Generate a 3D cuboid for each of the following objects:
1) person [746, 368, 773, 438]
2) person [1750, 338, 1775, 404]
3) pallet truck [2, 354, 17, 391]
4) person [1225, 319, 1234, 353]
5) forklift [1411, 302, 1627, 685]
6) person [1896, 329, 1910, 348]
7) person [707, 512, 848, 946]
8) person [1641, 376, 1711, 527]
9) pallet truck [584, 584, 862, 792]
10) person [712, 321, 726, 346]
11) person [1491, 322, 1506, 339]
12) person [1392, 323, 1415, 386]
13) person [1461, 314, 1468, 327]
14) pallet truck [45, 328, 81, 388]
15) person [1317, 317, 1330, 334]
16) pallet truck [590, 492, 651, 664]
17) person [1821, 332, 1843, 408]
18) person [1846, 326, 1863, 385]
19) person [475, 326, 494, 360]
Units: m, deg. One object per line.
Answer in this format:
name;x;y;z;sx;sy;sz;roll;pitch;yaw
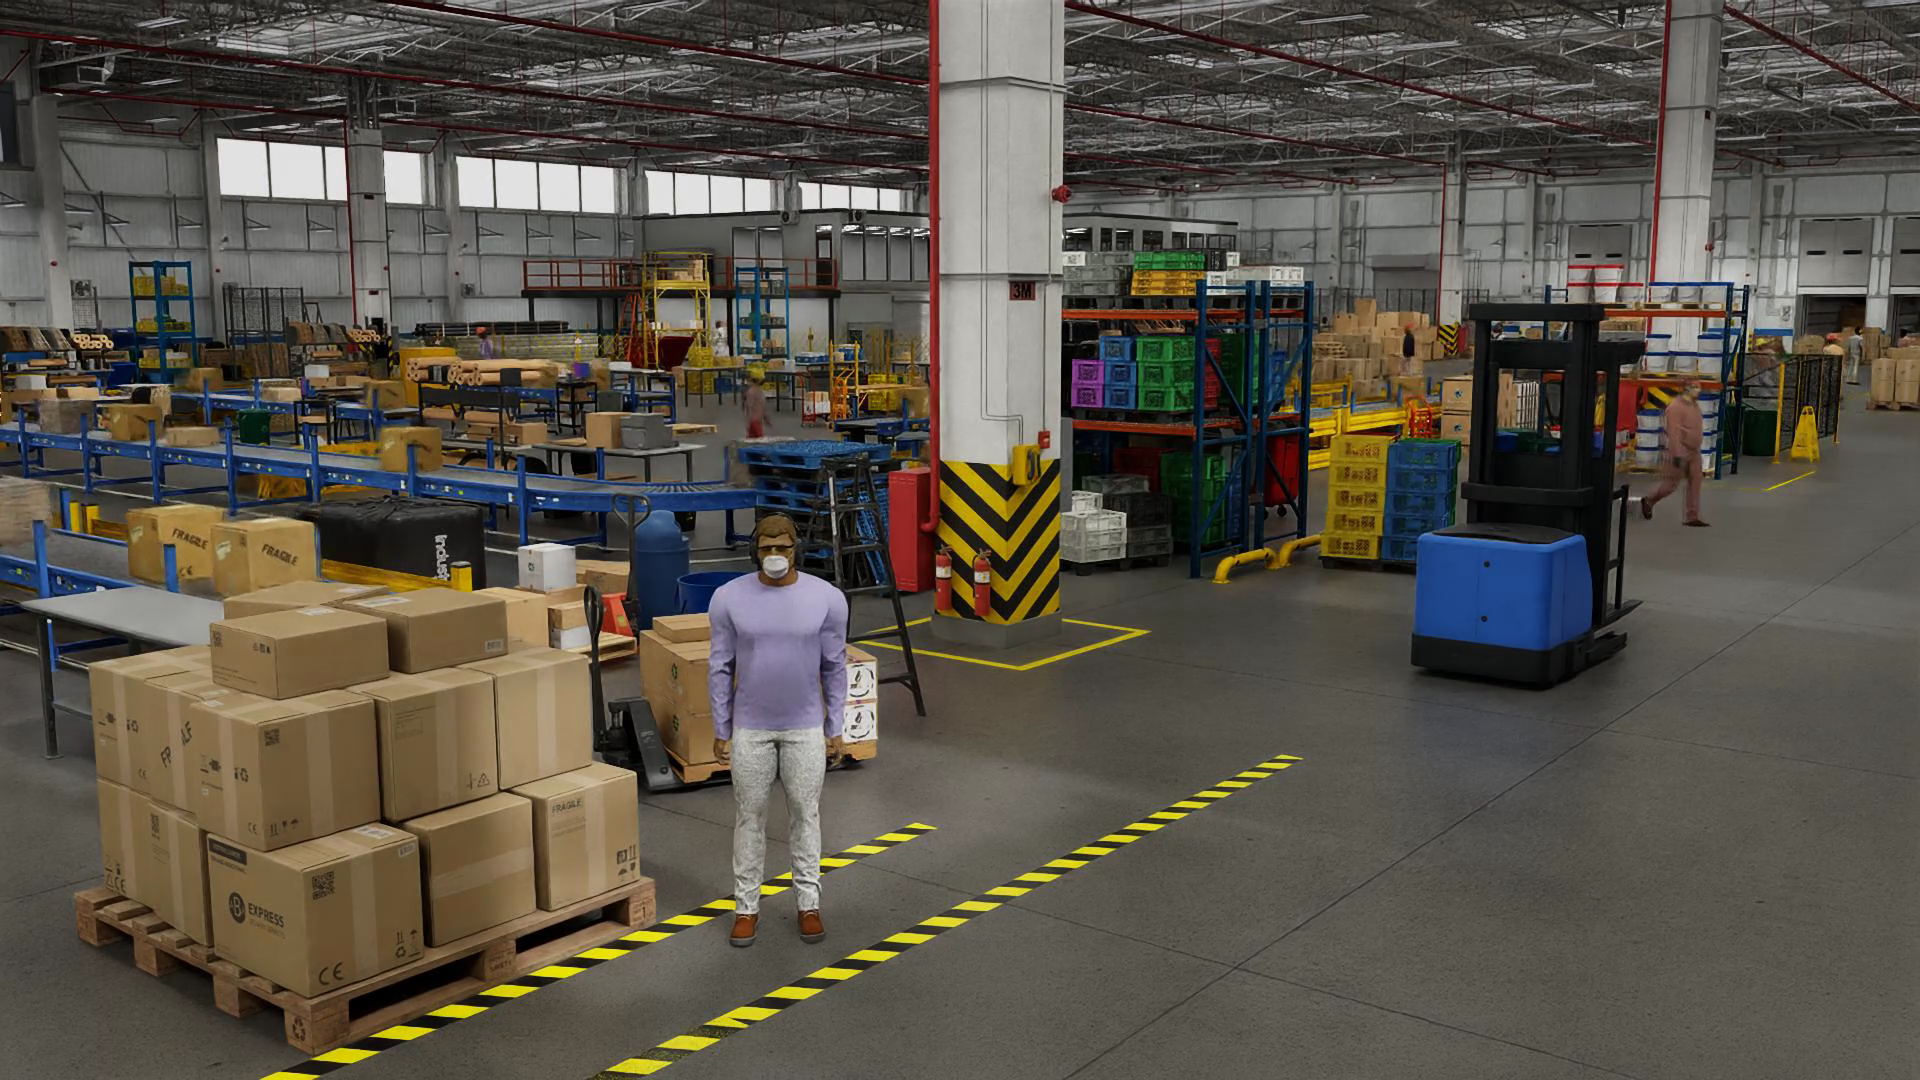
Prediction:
person;-3.146;-1.852;26.246;0.891;1.720;0.538;1;9;9
person;21.082;-4.436;43.680;0.635;1.709;0.547;-8;11;-42
pallet truck;-24.881;-4.417;42.634;1.885;1.965;0.823;8;11;41
person;10.828;-7.957;66.740;0.392;1.930;0.546;2;9;15
forklift;4.379;-0.438;12.852;1.129;2.768;1.873;7;11;37
person;32.499;-6.458;57.477;0.845;1.657;0.535;-1;8;-5
person;-0.806;0.838;7.414;0.629;1.940;0.373;-1;9;-7
person;8.973;-1.110;20.729;0.648;1.880;0.743;-6;10;-35
pallet truck;-1.426;0.805;10.019;1.601;1.201;0.680;-4;9;-26
person;-9.348;-7.554;64.375;1.004;1.827;0.597;6;10;33
person;16.026;-5.460;49.525;0.536;2.000;0.676;-7;11;-40
person;13.699;-5.678;51.226;0.797;1.965;0.629;-1;9;-9
person;24.394;-9.963;80.346;0.794;1.907;0.591;1;9;9
pallet truck;-23.775;-4.544;43.495;1.885;1.965;0.823;6;10;35
person;16.471;-9.180;75.271;0.627;1.844;0.429;-3;9;-20
pallet truck;-3.115;0.344;12.883;0.653;1.274;1.630;7;11;37
person;21.920;-4.261;41.830;0.576;1.922;0.539;-2;9;-13
person;28.368;-5.835;52.677;0.328;1.861;0.503;-3;9;-22
person;-12.831;-4.770;44.962;0.461;2.008;0.654;-6;10;-34
